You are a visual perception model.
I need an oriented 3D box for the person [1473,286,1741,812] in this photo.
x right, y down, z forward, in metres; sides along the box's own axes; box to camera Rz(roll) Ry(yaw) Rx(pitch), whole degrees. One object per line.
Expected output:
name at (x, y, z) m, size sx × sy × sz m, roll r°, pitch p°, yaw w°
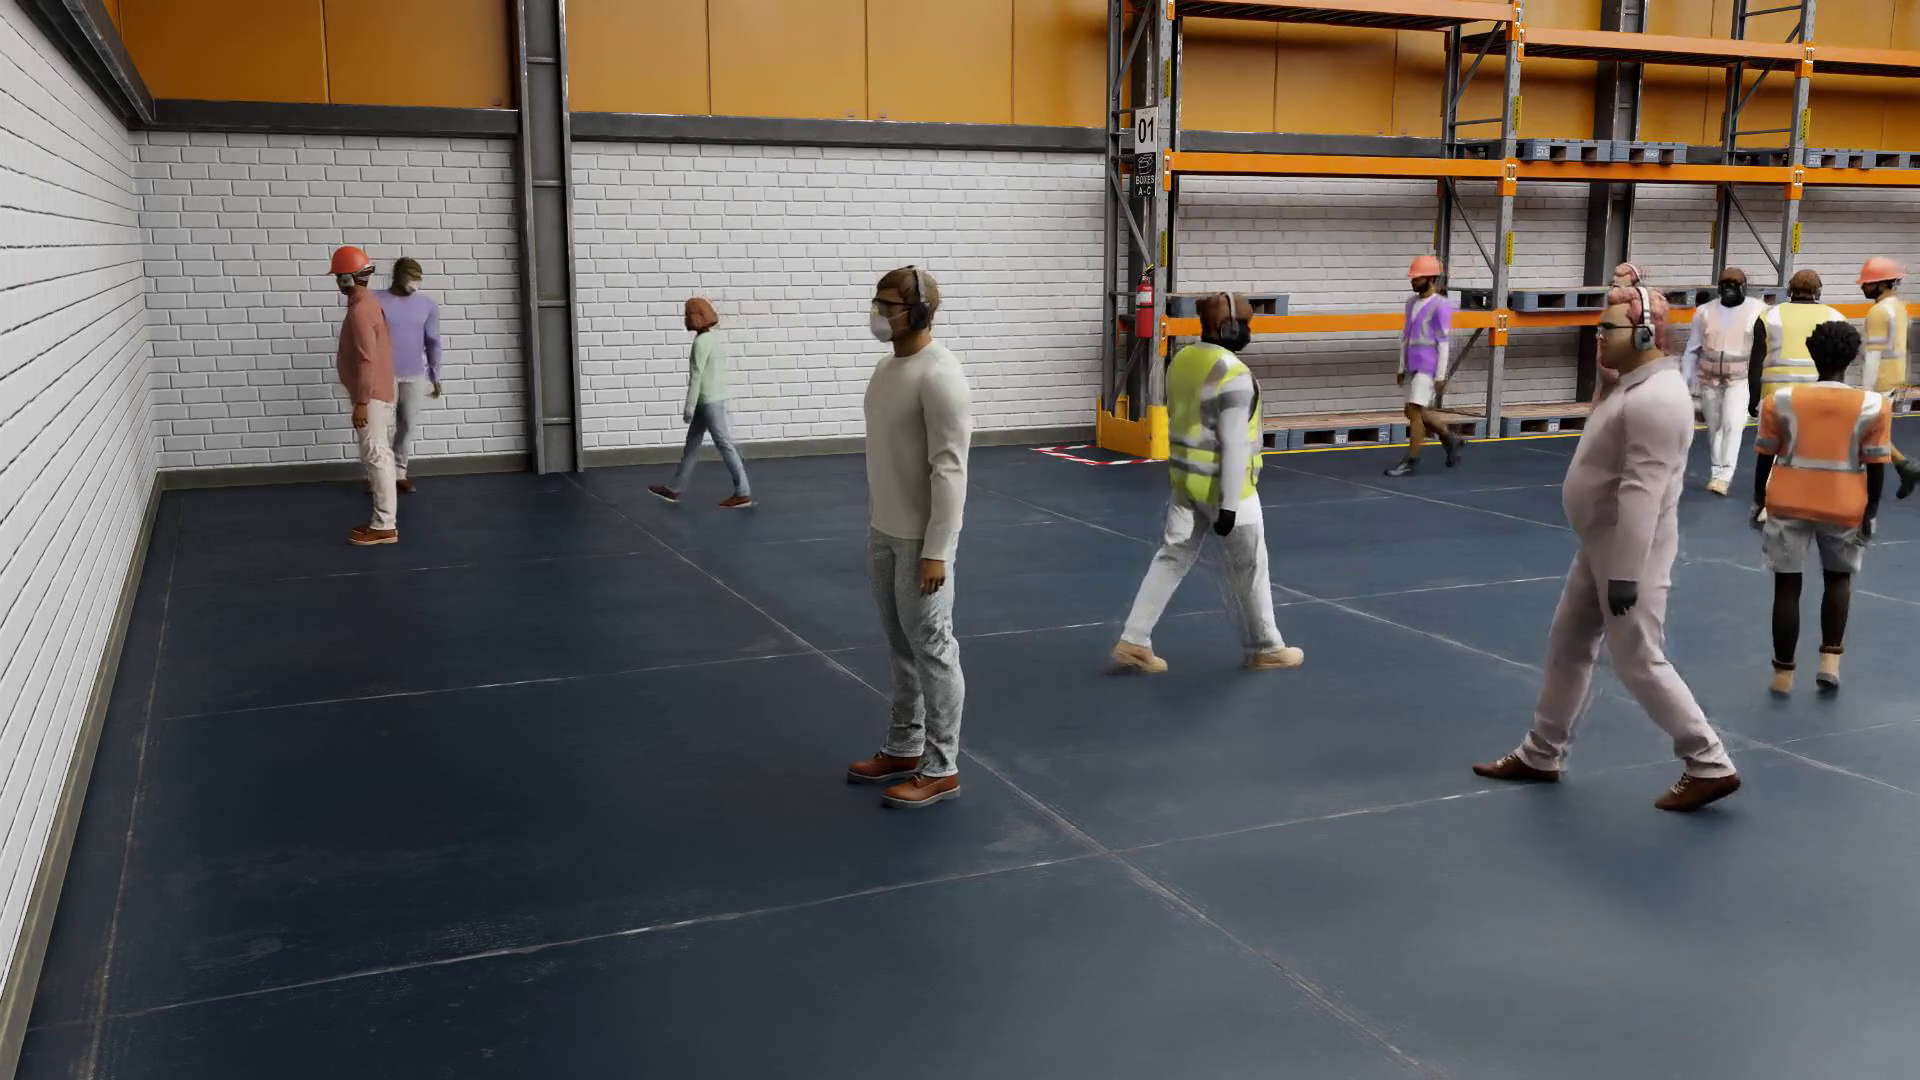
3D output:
person at (2.390, 0.030, 5.980) m, size 0.801 × 1.889 × 0.662 m, roll 3°, pitch 10°, yaw 14°

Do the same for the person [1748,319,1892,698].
person at (3.802, -0.131, 7.394) m, size 0.544 × 1.683 × 0.453 m, roll 5°, pitch 11°, yaw 24°

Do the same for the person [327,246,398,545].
person at (-3.996, -0.963, 11.159) m, size 0.392 × 1.991 × 0.612 m, roll -2°, pitch 10°, yaw -12°

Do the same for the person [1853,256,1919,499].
person at (7.184, -1.226, 12.863) m, size 0.590 × 1.913 × 0.616 m, roll -9°, pitch 14°, yaw -42°

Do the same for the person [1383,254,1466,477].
person at (4.046, -1.494, 14.334) m, size 0.743 × 1.922 × 0.558 m, roll -3°, pitch 11°, yaw -15°

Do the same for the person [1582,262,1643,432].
person at (4.904, -1.118, 12.349) m, size 0.414 × 1.873 × 0.726 m, roll -2°, pitch 10°, yaw -12°

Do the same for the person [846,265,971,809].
person at (-0.199, -0.001, 6.003) m, size 0.416 × 1.939 × 0.638 m, roll -5°, pitch 11°, yaw -26°

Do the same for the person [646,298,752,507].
person at (-1.996, -1.032, 12.625) m, size 0.871 × 1.585 × 0.517 m, roll 0°, pitch 10°, yaw 0°

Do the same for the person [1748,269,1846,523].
person at (6.012, -1.025, 11.986) m, size 0.632 × 1.833 × 0.435 m, roll 3°, pitch 11°, yaw 18°

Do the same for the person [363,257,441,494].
person at (-4.496, -1.312, 13.356) m, size 0.675 × 1.906 × 0.403 m, roll -7°, pitch 12°, yaw -33°

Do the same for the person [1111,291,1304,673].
person at (1.163, -0.256, 7.755) m, size 0.944 × 1.805 × 0.618 m, roll -5°, pitch 11°, yaw -26°

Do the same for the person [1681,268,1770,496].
person at (6.078, -1.253, 13.281) m, size 0.666 × 1.807 × 0.855 m, roll 9°, pitch 14°, yaw 41°
